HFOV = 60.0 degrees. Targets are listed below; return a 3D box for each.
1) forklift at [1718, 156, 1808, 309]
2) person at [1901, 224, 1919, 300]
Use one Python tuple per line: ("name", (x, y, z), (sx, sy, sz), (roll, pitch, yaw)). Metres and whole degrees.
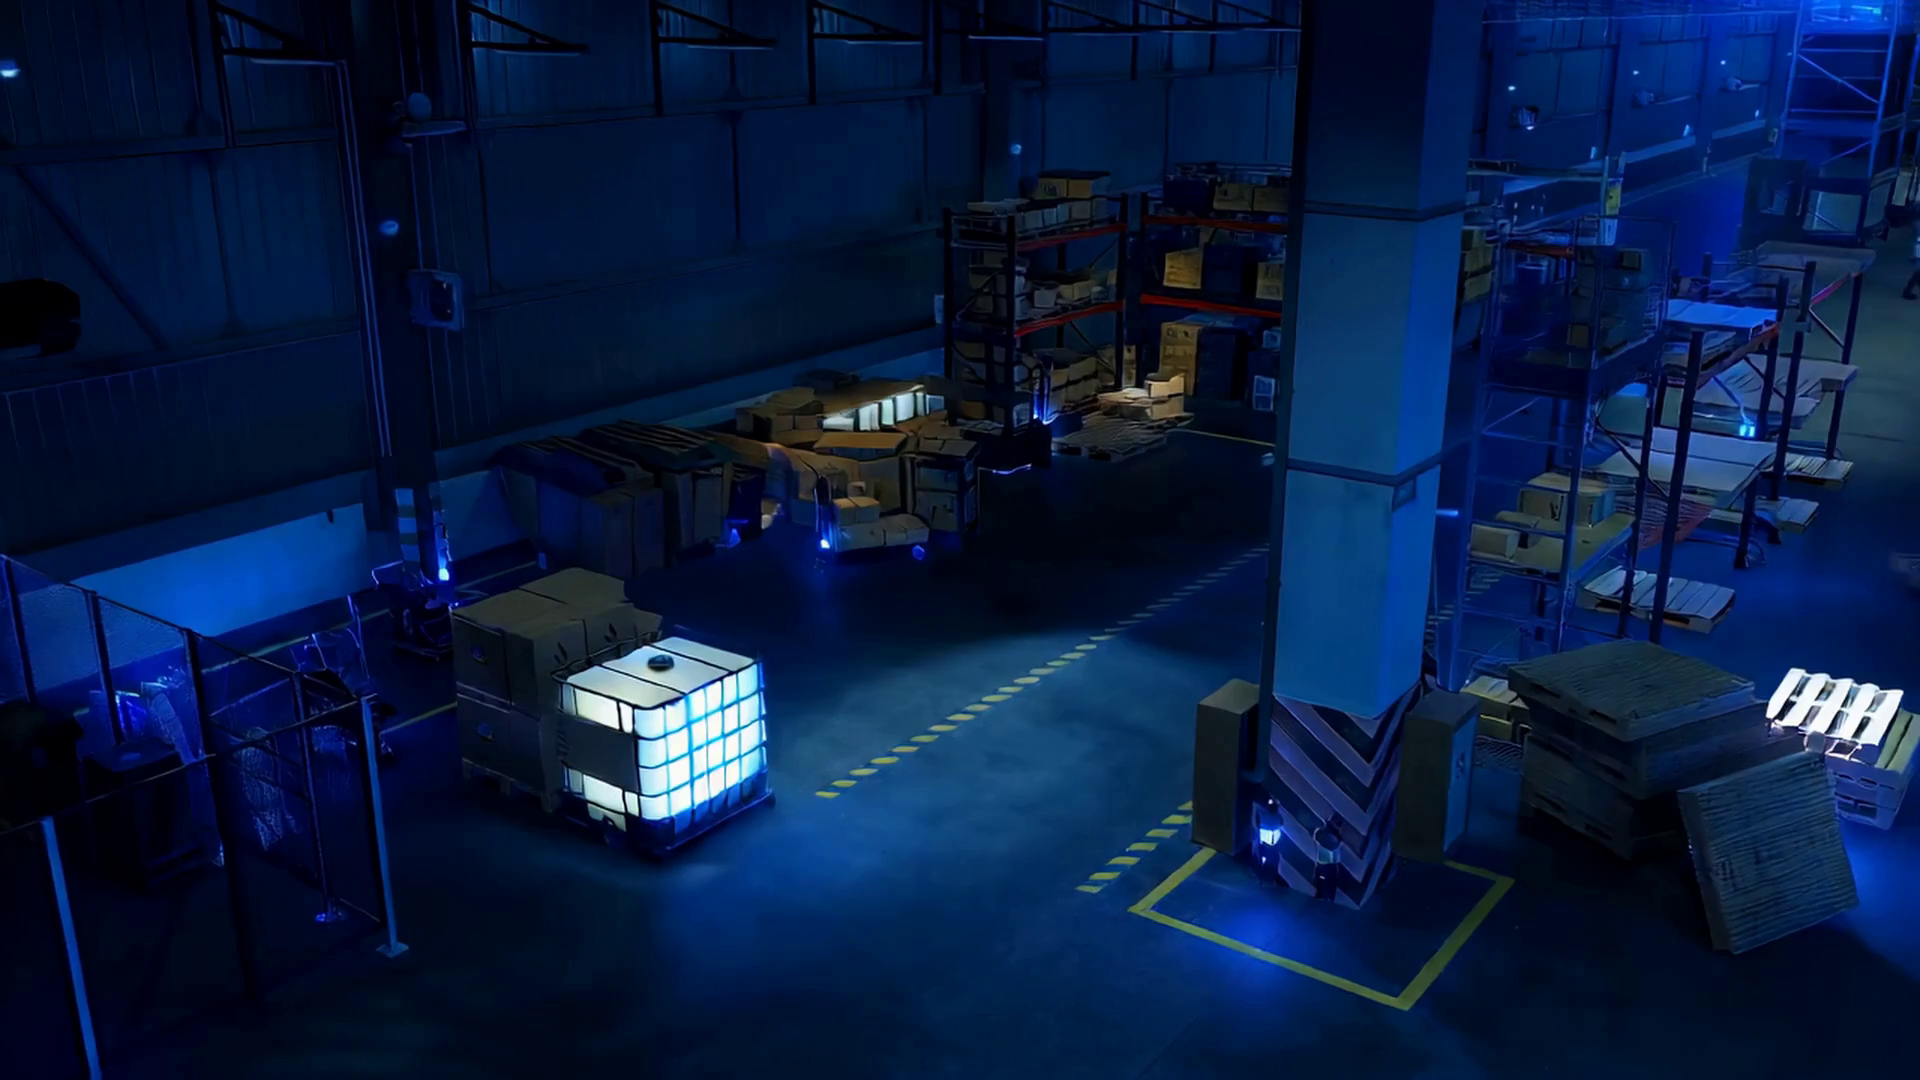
("forklift", (15.237, -5.796, 31.358), (1.129, 2.768, 1.873), (13, 22, 34))
("person", (18.738, -5.539, 32.151), (0.567, 1.881, 0.978), (-6, 19, -18))
